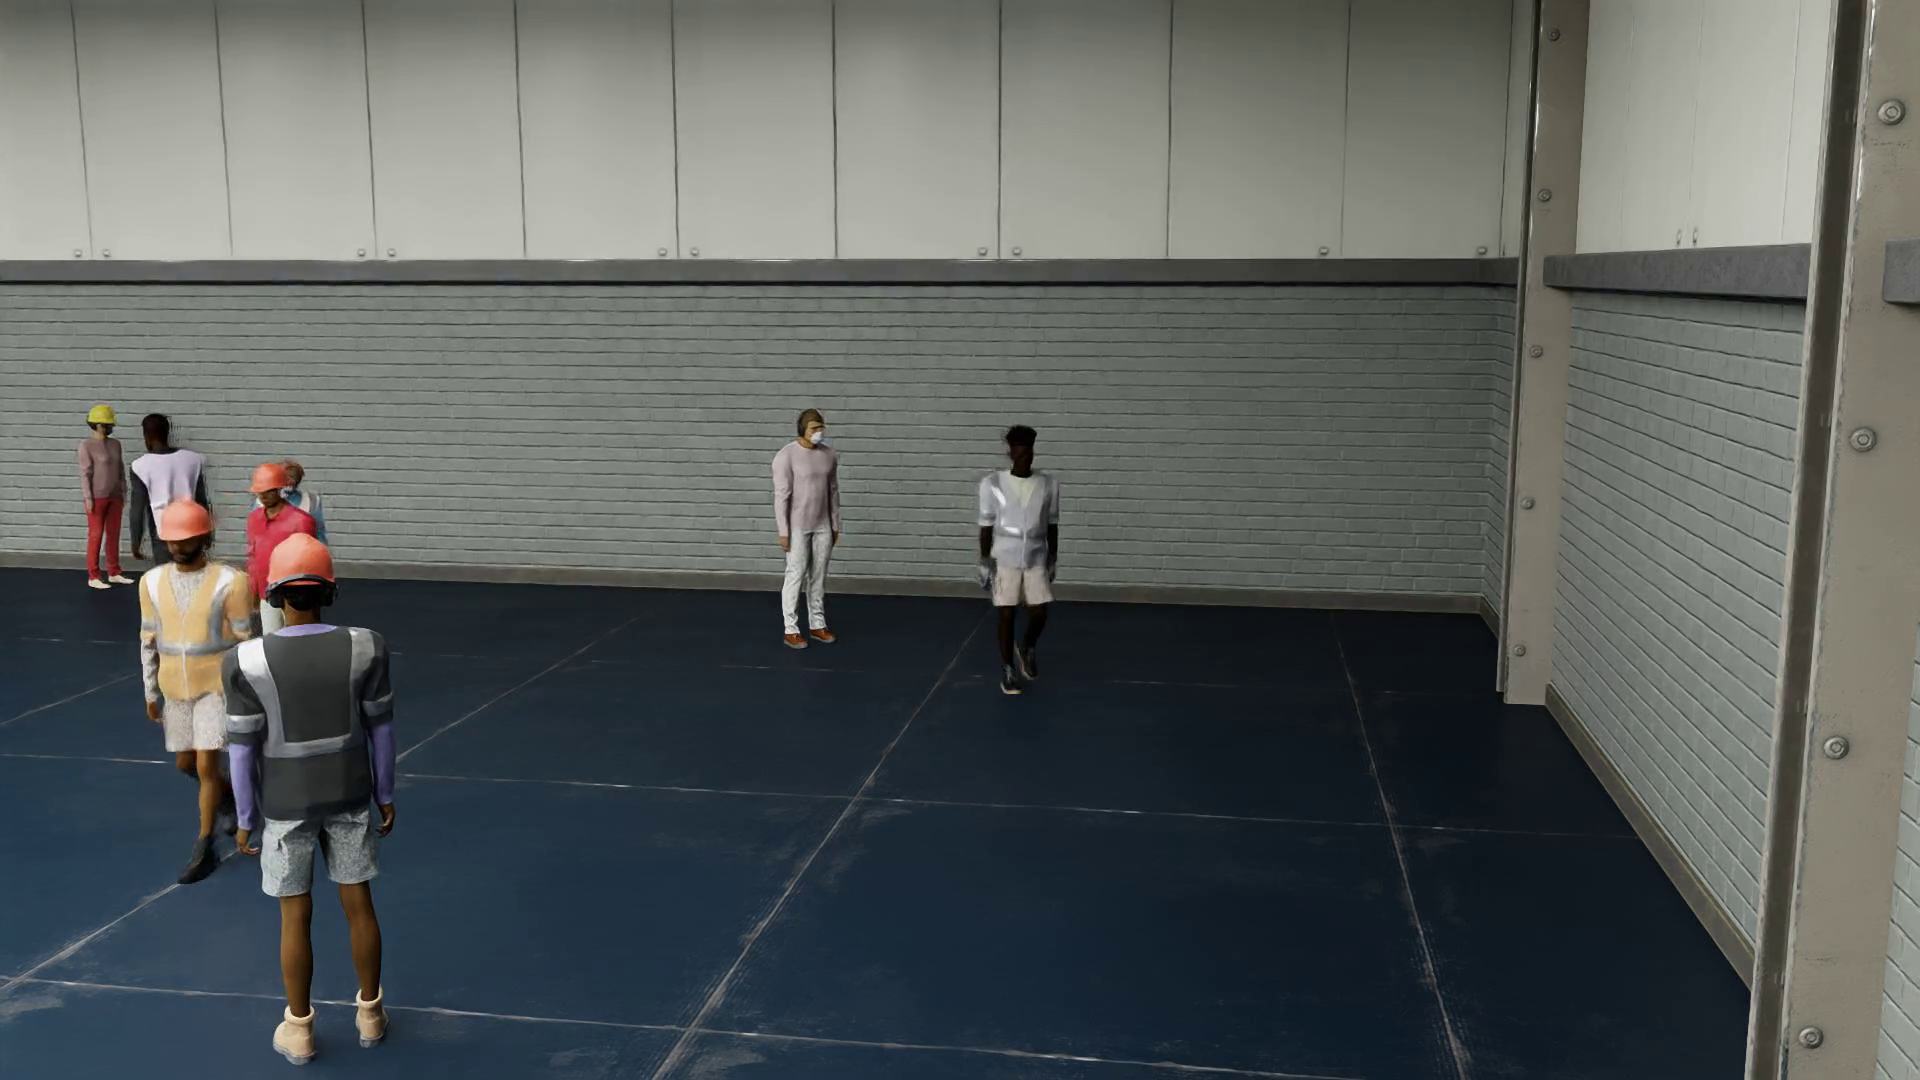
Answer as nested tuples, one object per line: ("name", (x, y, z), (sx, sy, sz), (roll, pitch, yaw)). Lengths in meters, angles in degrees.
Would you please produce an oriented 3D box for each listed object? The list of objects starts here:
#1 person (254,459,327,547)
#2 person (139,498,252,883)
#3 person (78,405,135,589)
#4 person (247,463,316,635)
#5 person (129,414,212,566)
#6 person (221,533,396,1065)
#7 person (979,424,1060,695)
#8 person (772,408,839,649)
("person", (-5.111, 0.178, 12.688), (0.532, 1.620, 0.572), (-7, 12, -39))
("person", (-3.865, 0.716, 8.500), (0.549, 1.913, 0.789), (0, 9, 0))
("person", (-8.180, -0.412, 15.926), (0.348, 1.758, 0.526), (2, 9, 14))
("person", (-4.636, 0.338, 11.329), (0.584, 1.742, 0.363), (4, 10, 25))
("person", (-6.398, -0.068, 13.367), (0.758, 1.889, 0.620), (6, 11, 33))
("person", (-2.483, 0.988, 6.398), (0.607, 2.044, 0.375), (-6, 11, -31))
("person", (0.423, 0.138, 11.939), (0.617, 1.951, 0.445), (-2, 9, -10))
("person", (-1.235, -0.102, 13.459), (0.640, 1.932, 0.367), (-9, 13, -44))
